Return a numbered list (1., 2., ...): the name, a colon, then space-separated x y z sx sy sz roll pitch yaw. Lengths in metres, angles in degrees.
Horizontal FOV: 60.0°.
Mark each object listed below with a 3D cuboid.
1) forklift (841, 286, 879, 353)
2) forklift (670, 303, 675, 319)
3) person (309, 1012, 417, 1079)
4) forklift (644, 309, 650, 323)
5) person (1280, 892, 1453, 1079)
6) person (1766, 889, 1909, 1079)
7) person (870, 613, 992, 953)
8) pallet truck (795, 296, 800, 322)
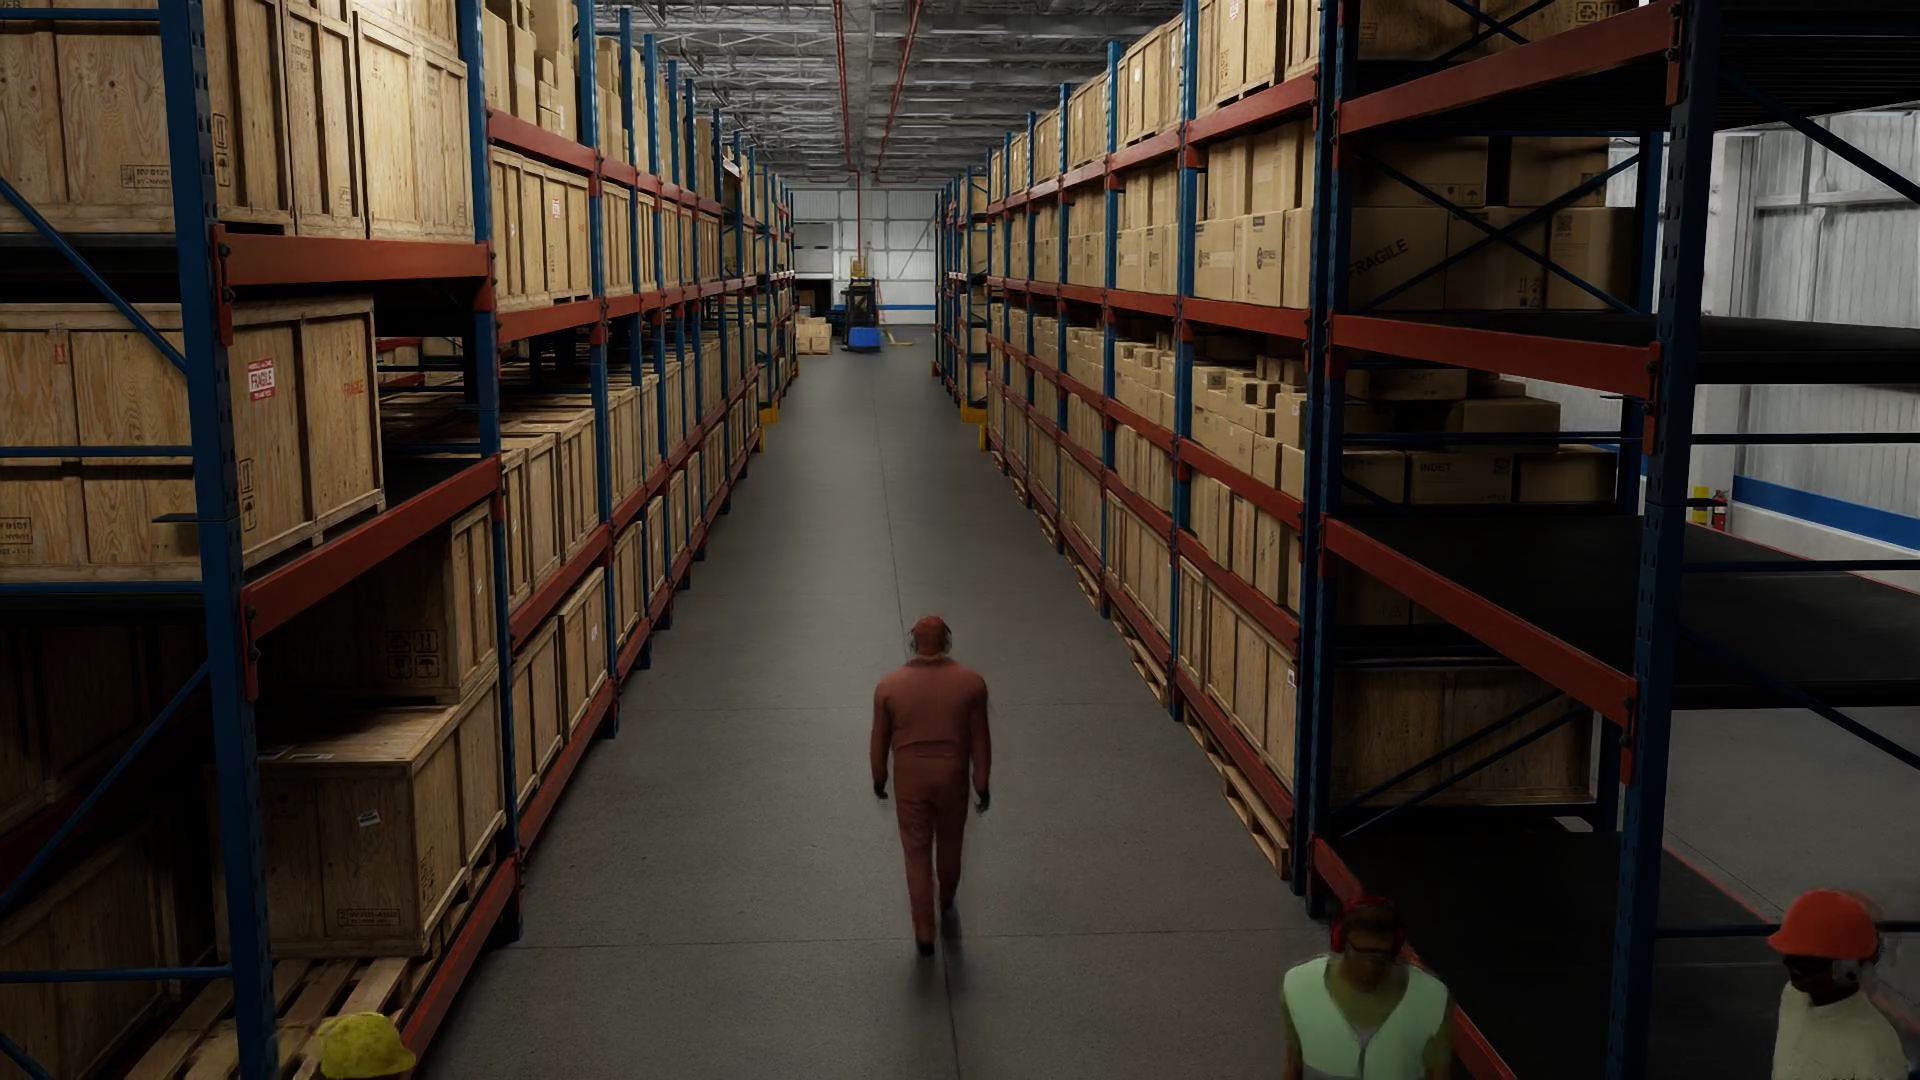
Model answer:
1. forklift: -4.193 -9.329 70.194 1.129 2.768 1.873 -4 10 -22
2. forklift: -9.536 -7.097 56.861 1.129 2.768 1.873 8 12 40
3. person: -1.725 2.193 4.816 0.400 1.730 0.489 -1 10 -6
4. forklift: -9.656 -5.888 49.642 1.129 2.768 1.873 -1 10 -4
5. person: 1.373 2.013 5.675 0.579 1.811 0.885 2 10 12
6. person: 2.649 2.026 5.175 1.017 1.939 0.640 0 10 -2
7. person: -0.175 1.330 9.538 0.679 1.860 0.951 -1 10 -4
8. pallet truck: -8.622 -12.439 91.403 1.885 1.965 0.823 2 10 13
